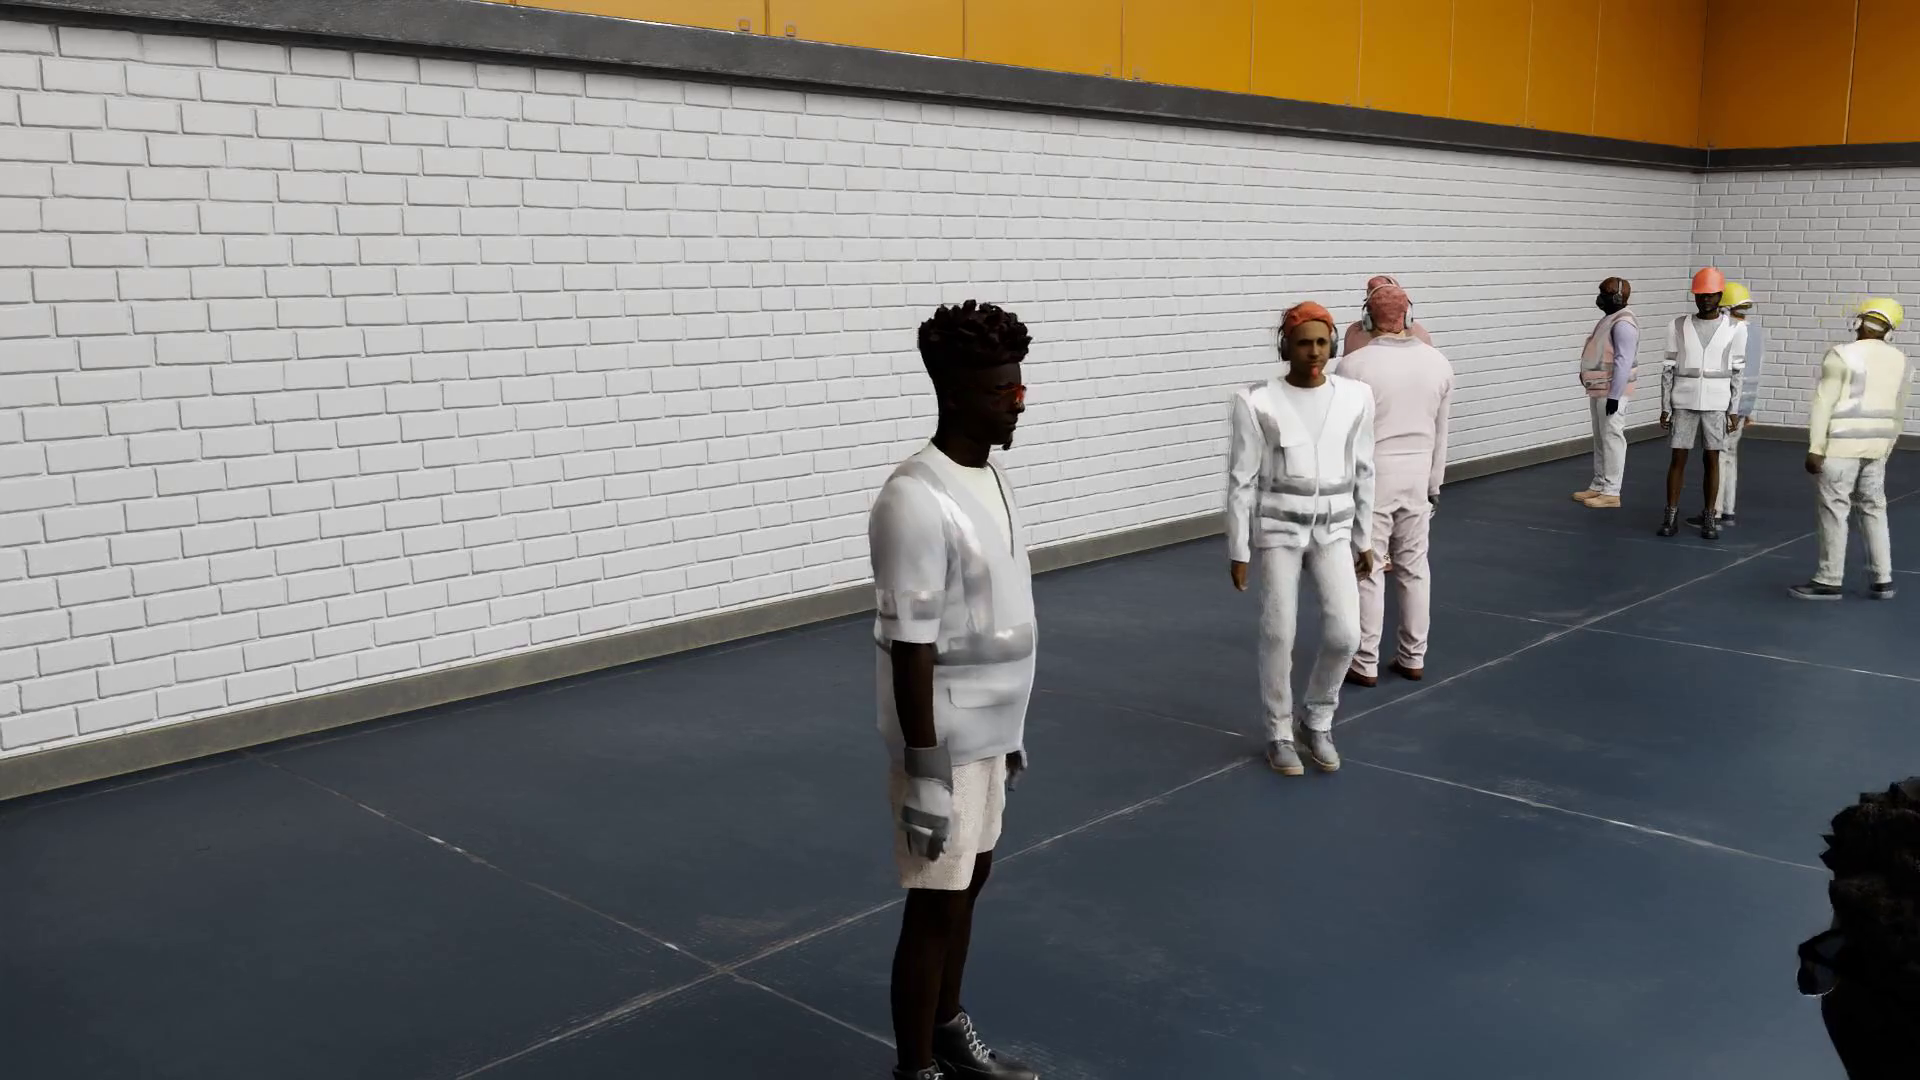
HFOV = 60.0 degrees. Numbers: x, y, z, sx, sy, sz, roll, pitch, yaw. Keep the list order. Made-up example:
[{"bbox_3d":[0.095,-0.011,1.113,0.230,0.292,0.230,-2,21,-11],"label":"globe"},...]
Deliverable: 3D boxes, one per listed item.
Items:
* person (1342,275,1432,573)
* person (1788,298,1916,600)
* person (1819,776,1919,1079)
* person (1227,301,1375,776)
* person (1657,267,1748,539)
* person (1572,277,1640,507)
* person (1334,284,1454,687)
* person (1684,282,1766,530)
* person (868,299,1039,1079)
[{"bbox_3d":[2.684,-0.747,10.733,0.638,1.903,0.406,10,14,44],"label":"person"},{"bbox_3d":[5.278,-0.522,9.809,0.672,1.783,0.411,-3,10,-17],"label":"person"},{"bbox_3d":[0.722,1.016,1.289,0.575,1.695,0.317,-4,11,-23],"label":"person"},{"bbox_3d":[1.340,0.015,6.481,0.616,1.867,0.468,-1,10,-6],"label":"person"},{"bbox_3d":[5.302,-0.972,11.910,0.546,1.938,0.360,5,11,25],"label":"person"},{"bbox_3d":[5.213,-1.188,13.407,0.429,1.846,0.625,1,10,7],"label":"person"},{"bbox_3d":[2.006,-0.254,7.921,0.643,1.905,0.399,-4,11,-21],"label":"person"},{"bbox_3d":[5.628,-0.978,12.270,0.610,1.827,0.430,-7,12,-36],"label":"person"},{"bbox_3d":[0.012,0.433,3.852,0.385,1.960,0.637,3,10,17],"label":"person"}]
